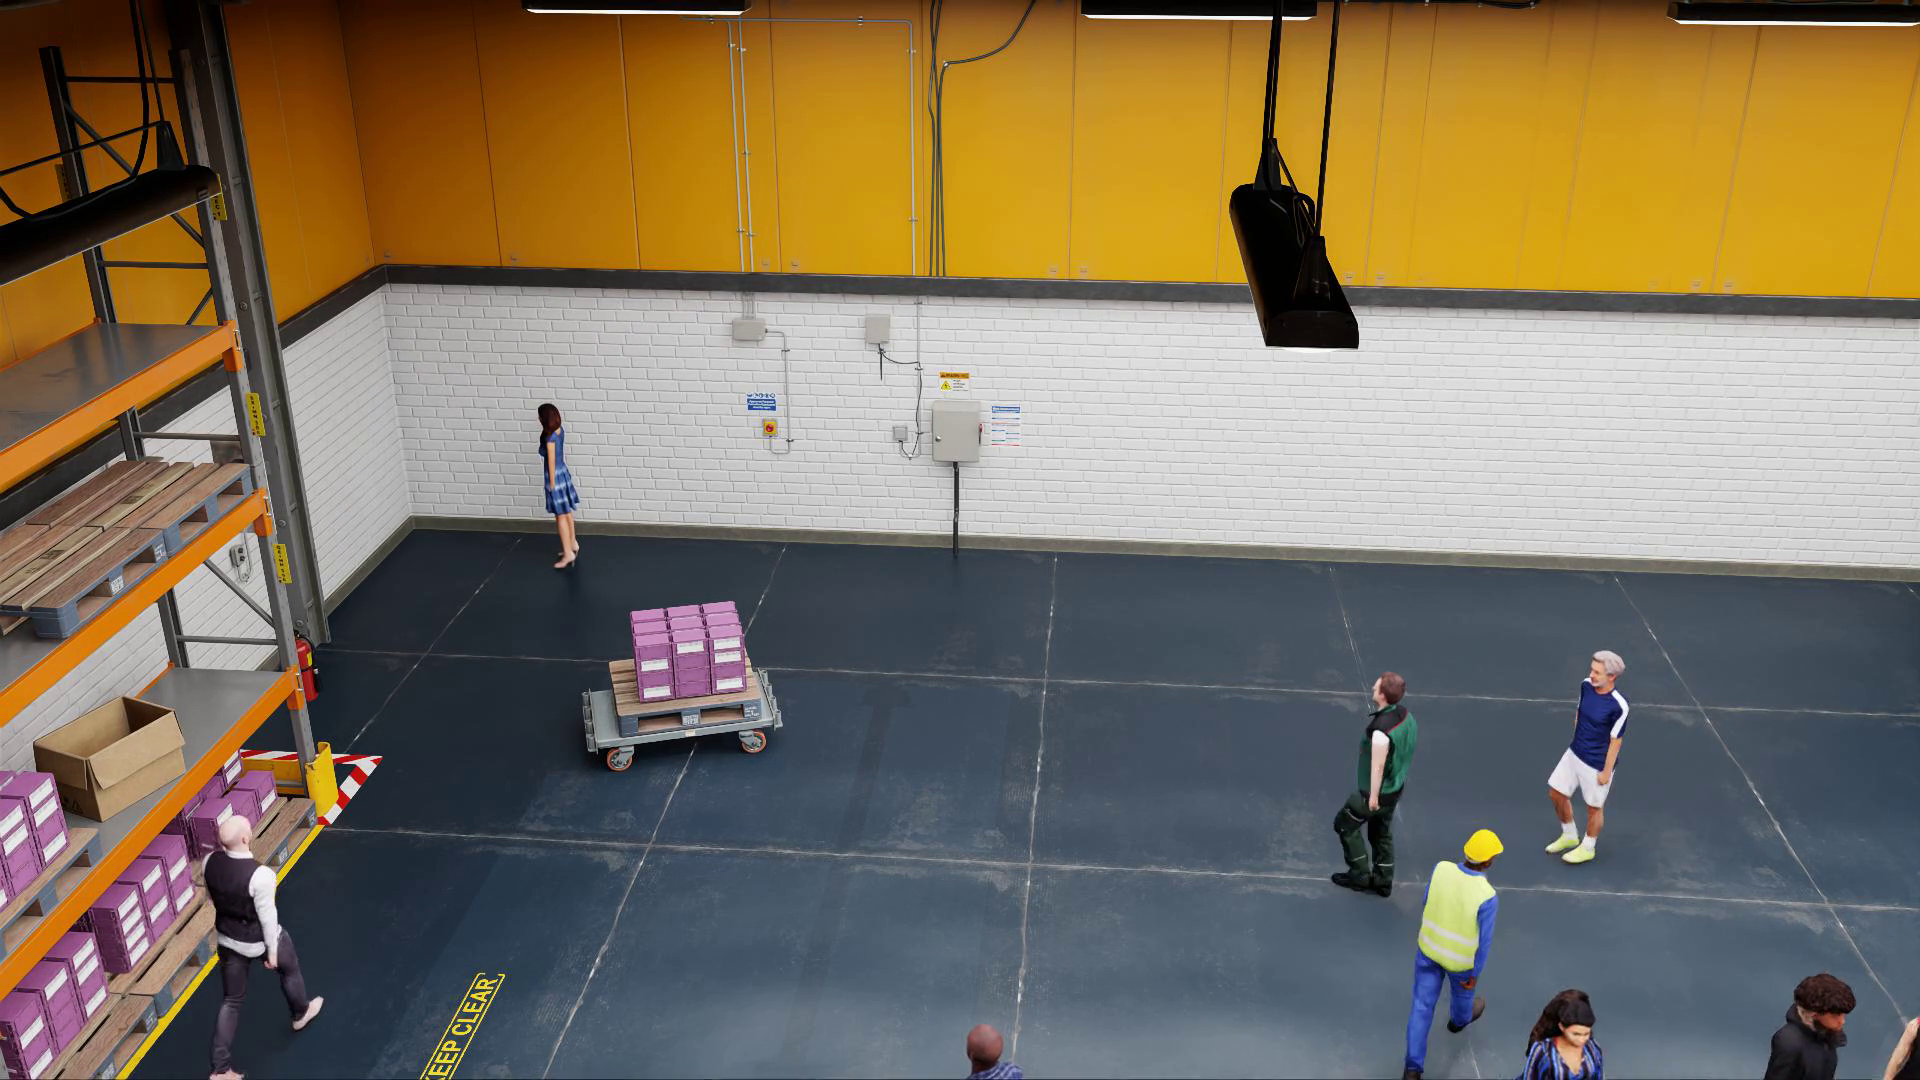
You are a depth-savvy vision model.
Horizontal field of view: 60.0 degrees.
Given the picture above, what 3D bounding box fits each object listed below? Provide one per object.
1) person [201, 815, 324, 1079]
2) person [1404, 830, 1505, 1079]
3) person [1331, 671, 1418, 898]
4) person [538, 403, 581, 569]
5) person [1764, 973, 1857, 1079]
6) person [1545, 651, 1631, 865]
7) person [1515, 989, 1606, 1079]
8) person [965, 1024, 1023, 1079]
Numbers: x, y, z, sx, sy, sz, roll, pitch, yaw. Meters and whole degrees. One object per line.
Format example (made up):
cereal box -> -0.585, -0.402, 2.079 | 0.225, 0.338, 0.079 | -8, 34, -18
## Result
person -> -4.526, 2.597, 10.449 | 0.772, 1.771, 1.292 | 4, 24, 10
person -> 3.008, 2.641, 10.370 | 1.068, 1.754, 1.300 | 14, 27, 30
person -> 3.127, 1.822, 12.148 | 0.869, 1.831, 0.792 | 18, 29, 35
person -> -4.296, -0.593, 17.709 | 0.761, 1.802, 0.552 | -1, 24, -2
person -> 4.546, 3.116, 9.273 | 0.777, 1.763, 0.821 | -13, 27, -28
person -> 4.850, 1.631, 12.590 | 0.827, 1.827, 0.726 | -10, 26, -22
person -> 3.315, 3.184, 9.358 | 0.793, 1.569, 1.104 | -4, 24, -8
person -> 0.135, 3.297, 8.789 | 0.751, 1.819, 0.817 | -20, 30, -38
